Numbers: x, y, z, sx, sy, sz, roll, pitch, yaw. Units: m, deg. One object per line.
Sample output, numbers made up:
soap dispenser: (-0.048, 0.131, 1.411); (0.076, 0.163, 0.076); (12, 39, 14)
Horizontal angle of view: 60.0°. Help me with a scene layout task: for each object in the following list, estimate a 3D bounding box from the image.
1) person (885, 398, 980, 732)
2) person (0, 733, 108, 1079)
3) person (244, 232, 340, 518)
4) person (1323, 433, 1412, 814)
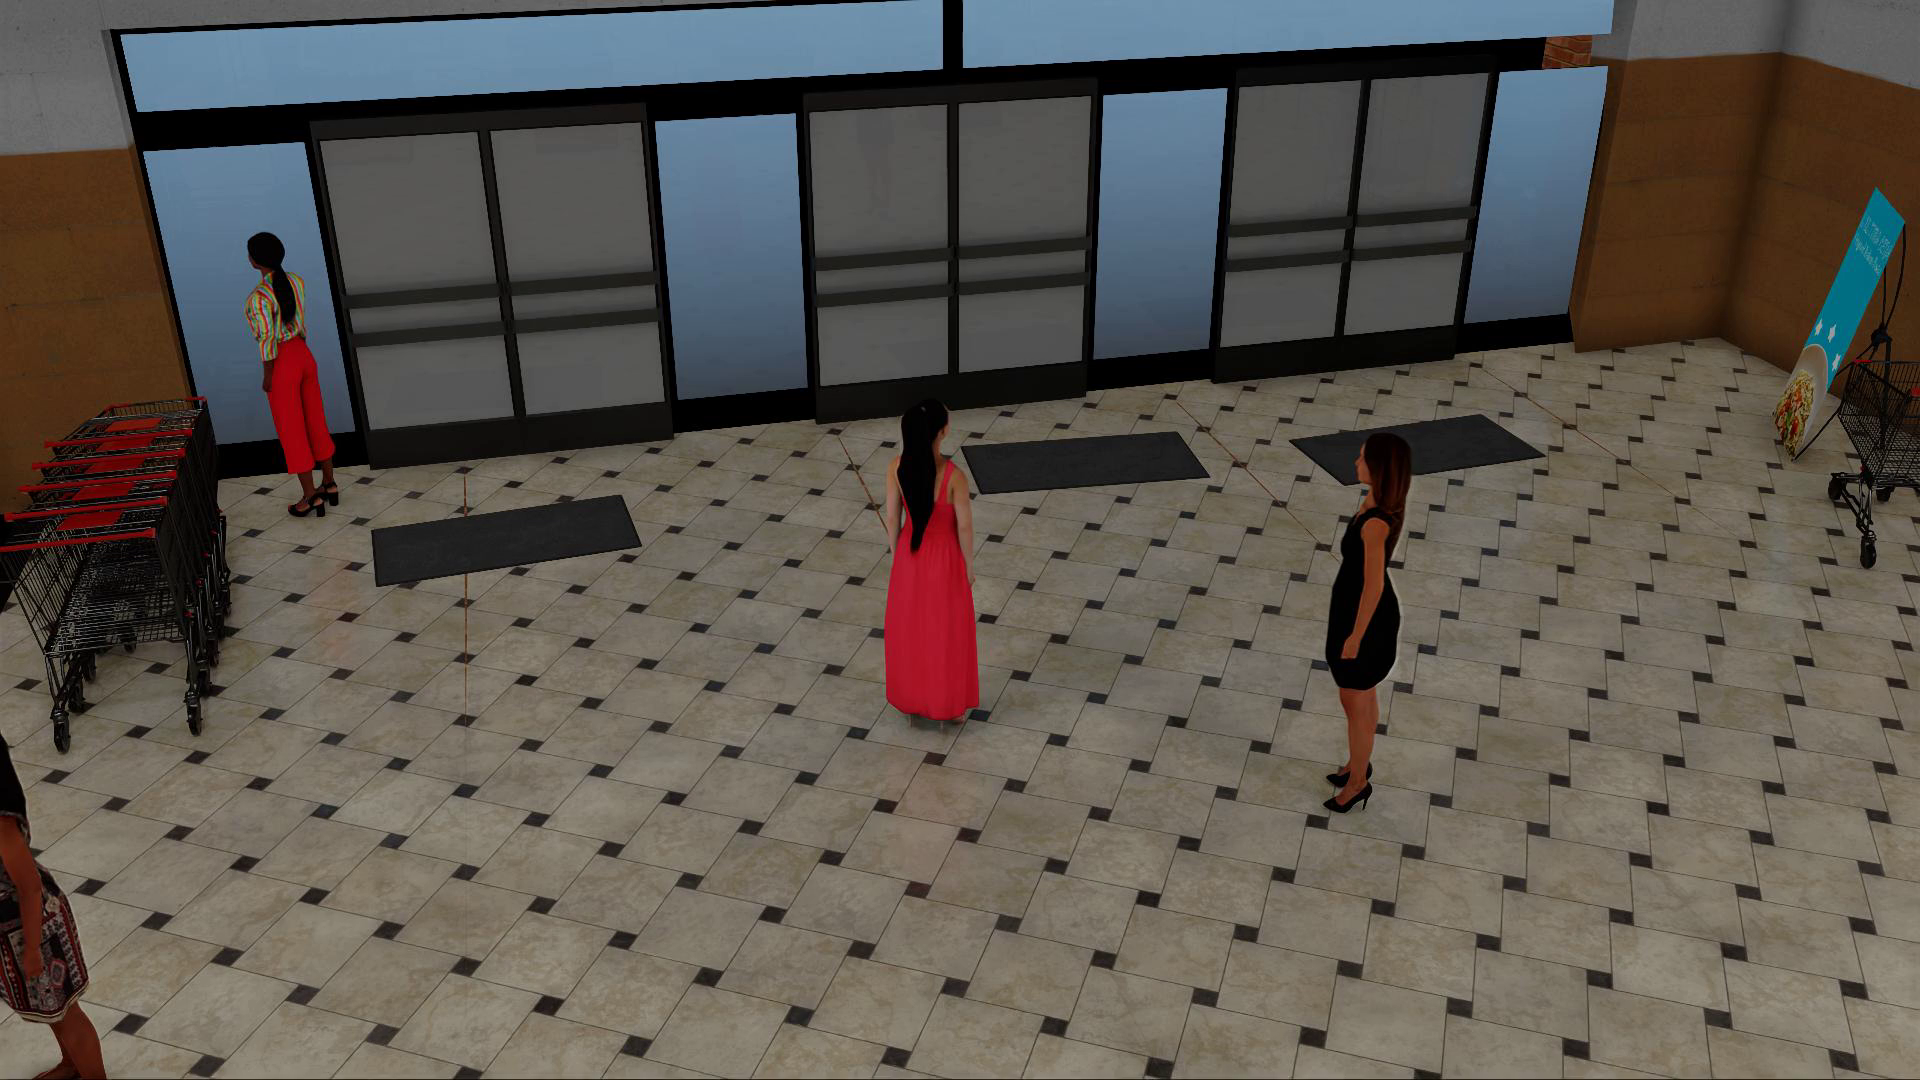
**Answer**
person: (-0.145, 0.132, 7.938); (0.715, 1.726, 0.750); (10, 28, 18)
person: (-3.220, 1.304, 5.717); (0.784, 1.645, 0.640); (-23, 35, -37)
person: (-4.060, -0.996, 10.089); (0.736, 1.793, 0.631); (7, 28, 14)
person: (1.775, 0.386, 7.318); (0.728, 1.834, 0.631); (8, 28, 16)
